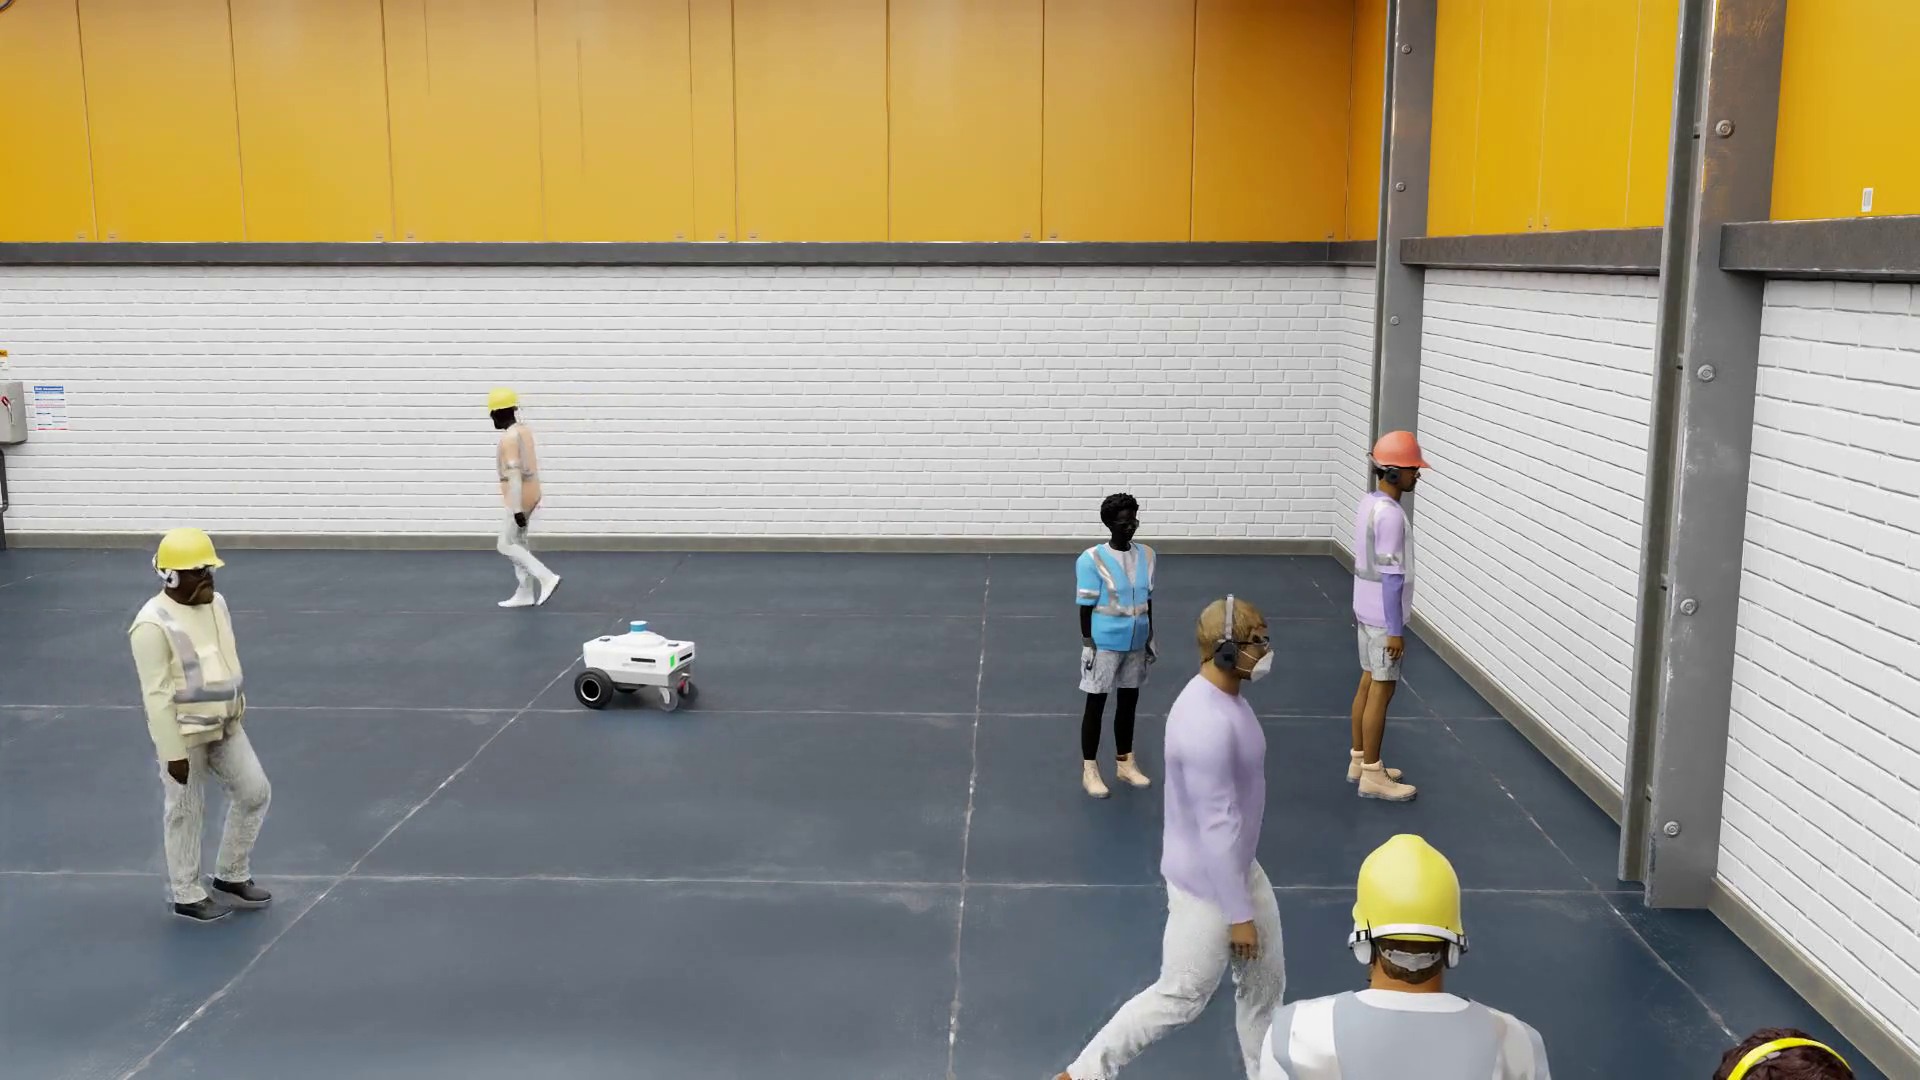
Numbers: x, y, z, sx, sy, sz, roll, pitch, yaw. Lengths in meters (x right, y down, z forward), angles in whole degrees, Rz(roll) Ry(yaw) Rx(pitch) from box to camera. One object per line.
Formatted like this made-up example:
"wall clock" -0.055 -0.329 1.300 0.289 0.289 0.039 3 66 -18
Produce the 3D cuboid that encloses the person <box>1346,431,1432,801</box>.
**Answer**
"person" 2.380 0.411 9.226 0.379 2.041 0.616 0 10 2

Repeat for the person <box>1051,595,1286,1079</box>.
"person" 0.792 1.114 5.512 0.951 1.911 0.628 3 10 18

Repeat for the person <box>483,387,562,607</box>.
"person" -3.719 -0.346 14.063 0.536 1.906 0.611 0 10 -1

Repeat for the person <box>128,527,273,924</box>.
"person" -3.340 0.837 7.400 0.538 1.812 0.617 2 10 9

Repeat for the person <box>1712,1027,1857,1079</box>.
"person" 1.213 1.638 2.550 0.513 1.872 0.328 -2 10 -9

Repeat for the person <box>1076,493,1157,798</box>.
"person" 0.878 0.576 9.276 0.532 1.696 0.319 -6 11 -32

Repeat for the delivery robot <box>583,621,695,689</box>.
"delivery robot" -2.138 0.785 11.101 0.707 0.478 0.477 3 11 18

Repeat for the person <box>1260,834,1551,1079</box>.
"person" 0.898 1.508 3.466 0.586 1.824 0.404 1 10 4
